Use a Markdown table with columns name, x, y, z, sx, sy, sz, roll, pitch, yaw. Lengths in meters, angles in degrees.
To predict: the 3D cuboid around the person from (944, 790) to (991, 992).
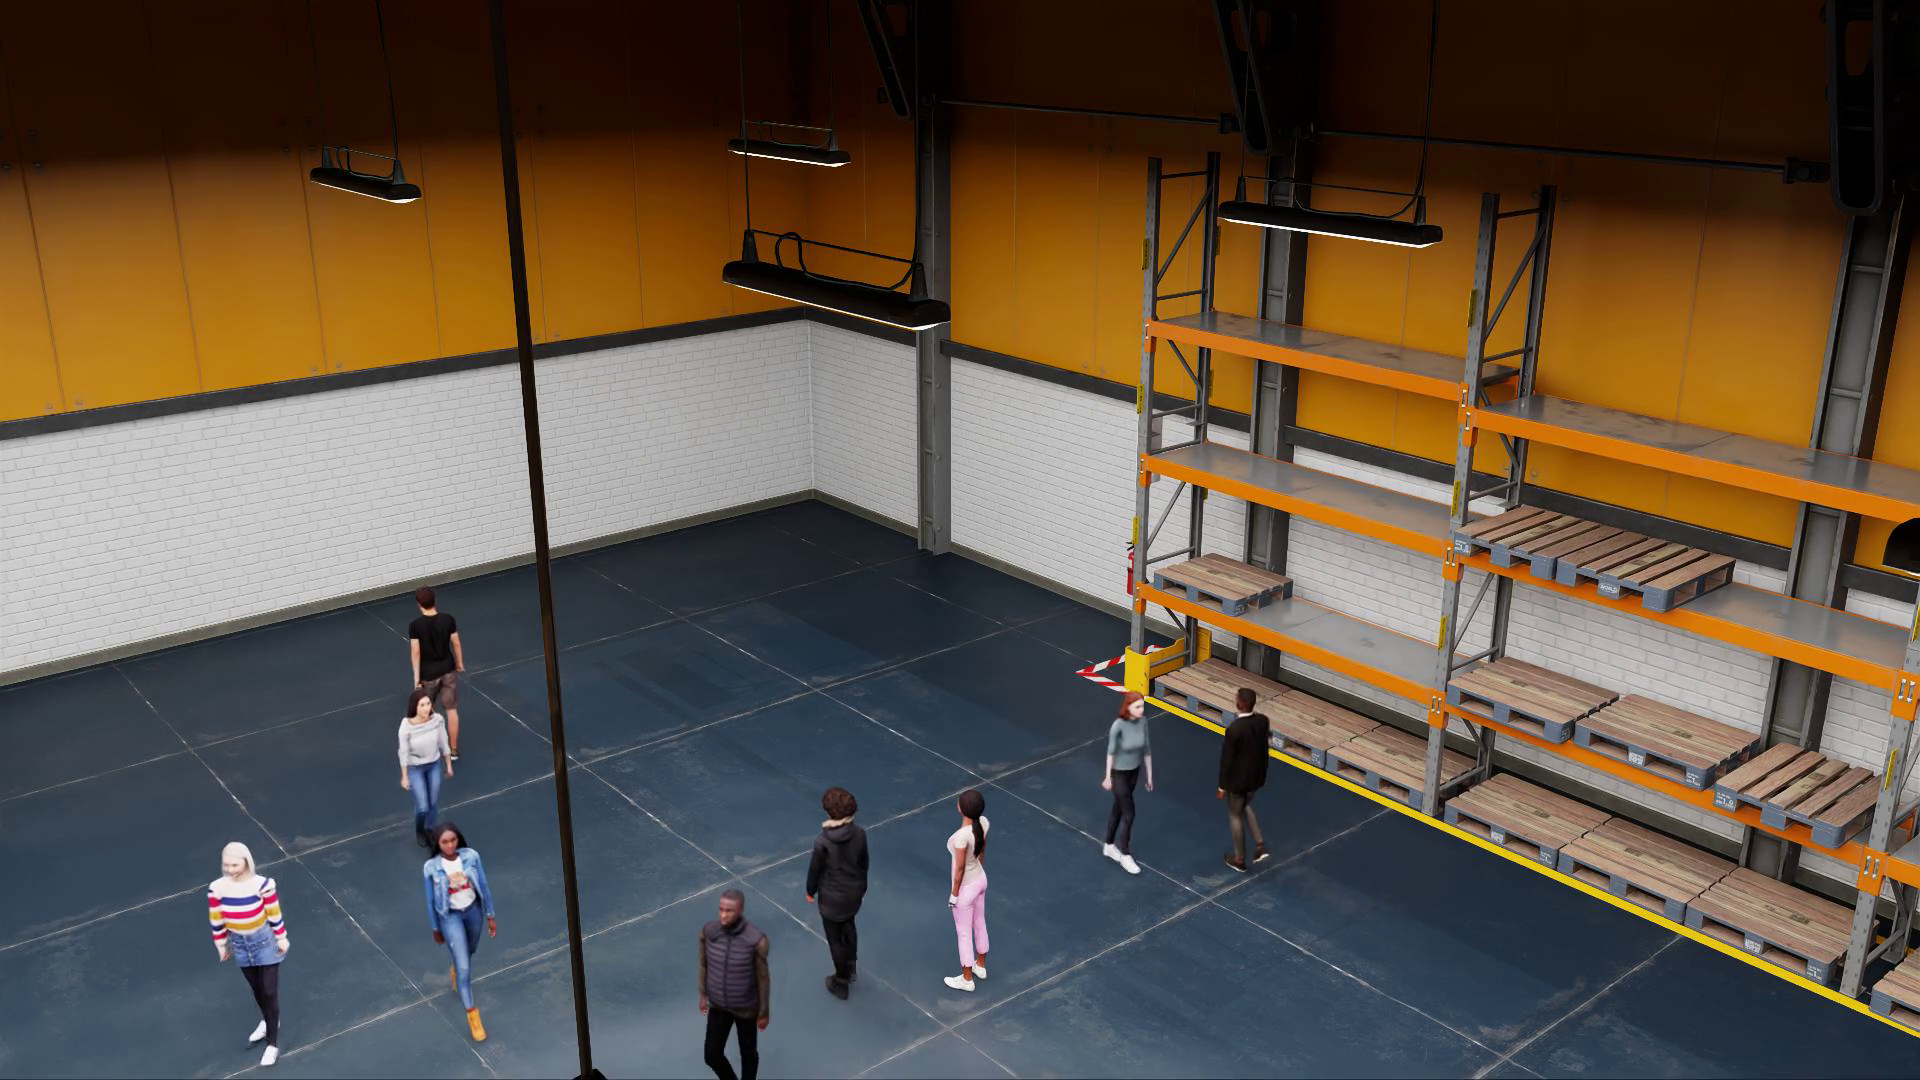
| name | x | y | z | sx | sy | sz | roll | pitch | yaw |
| --- | --- | --- | --- | --- | --- | --- | --- | --- | --- |
| person | 0.075 | 2.775 | 13.298 | 0.614 | 1.741 | 0.628 | 11 | 22 | 30 |

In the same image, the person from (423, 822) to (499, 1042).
| name | x | y | z | sx | sy | sz | roll | pitch | yaw |
| --- | --- | --- | --- | --- | --- | --- | --- | --- | --- |
| person | -3.898 | 2.936 | 12.926 | 0.680 | 1.674 | 1.183 | -12 | 22 | -33 |

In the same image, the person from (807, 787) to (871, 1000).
| name | x | y | z | sx | sy | sz | roll | pitch | yaw |
| --- | --- | --- | --- | --- | --- | --- | --- | --- | --- |
| person | -0.902 | 2.821 | 13.128 | 0.645 | 1.762 | 0.625 | -13 | 23 | -34 |

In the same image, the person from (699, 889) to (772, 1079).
| name | x | y | z | sx | sy | sz | roll | pitch | yaw |
| --- | --- | --- | --- | --- | --- | --- | --- | --- | --- |
| person | -1.552 | 3.242 | 11.775 | 0.807 | 1.828 | 0.906 | 6 | 19 | 16 |

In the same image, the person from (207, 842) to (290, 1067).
| name | x | y | z | sx | sy | sz | roll | pitch | yaw |
| --- | --- | --- | --- | --- | --- | --- | --- | --- | --- |
| person | -5.286 | 3.015 | 12.517 | 0.939 | 1.786 | 1.020 | 1 | 19 | 2 |

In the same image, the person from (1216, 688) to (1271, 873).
| name | x | y | z | sx | sy | sz | roll | pitch | yaw |
| --- | --- | --- | --- | --- | --- | --- | --- | --- | --- |
| person | 2.621 | 2.192 | 14.957 | 0.728 | 1.788 | 0.754 | -11 | 22 | -30 |

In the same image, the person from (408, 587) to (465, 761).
| name | x | y | z | sx | sy | sz | roll | pitch | yaw |
| --- | --- | --- | --- | --- | --- | --- | --- | --- | --- |
| person | -5.392 | 1.413 | 17.211 | 0.814 | 1.826 | 1.112 | -11 | 21 | -29 |

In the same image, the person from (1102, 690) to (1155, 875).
| name | x | y | z | sx | sy | sz | roll | pitch | yaw |
| --- | --- | --- | --- | --- | --- | --- | --- | --- | --- |
| person | 1.457 | 2.139 | 15.214 | 0.574 | 1.724 | 0.754 | -14 | 23 | -36 |

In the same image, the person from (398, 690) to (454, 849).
| name | x | y | z | sx | sy | sz | roll | pitch | yaw |
| --- | --- | --- | --- | --- | --- | --- | --- | --- | --- |
| person | -5.016 | 2.121 | 15.435 | 0.628 | 1.617 | 0.578 | -17 | 25 | -40 |
